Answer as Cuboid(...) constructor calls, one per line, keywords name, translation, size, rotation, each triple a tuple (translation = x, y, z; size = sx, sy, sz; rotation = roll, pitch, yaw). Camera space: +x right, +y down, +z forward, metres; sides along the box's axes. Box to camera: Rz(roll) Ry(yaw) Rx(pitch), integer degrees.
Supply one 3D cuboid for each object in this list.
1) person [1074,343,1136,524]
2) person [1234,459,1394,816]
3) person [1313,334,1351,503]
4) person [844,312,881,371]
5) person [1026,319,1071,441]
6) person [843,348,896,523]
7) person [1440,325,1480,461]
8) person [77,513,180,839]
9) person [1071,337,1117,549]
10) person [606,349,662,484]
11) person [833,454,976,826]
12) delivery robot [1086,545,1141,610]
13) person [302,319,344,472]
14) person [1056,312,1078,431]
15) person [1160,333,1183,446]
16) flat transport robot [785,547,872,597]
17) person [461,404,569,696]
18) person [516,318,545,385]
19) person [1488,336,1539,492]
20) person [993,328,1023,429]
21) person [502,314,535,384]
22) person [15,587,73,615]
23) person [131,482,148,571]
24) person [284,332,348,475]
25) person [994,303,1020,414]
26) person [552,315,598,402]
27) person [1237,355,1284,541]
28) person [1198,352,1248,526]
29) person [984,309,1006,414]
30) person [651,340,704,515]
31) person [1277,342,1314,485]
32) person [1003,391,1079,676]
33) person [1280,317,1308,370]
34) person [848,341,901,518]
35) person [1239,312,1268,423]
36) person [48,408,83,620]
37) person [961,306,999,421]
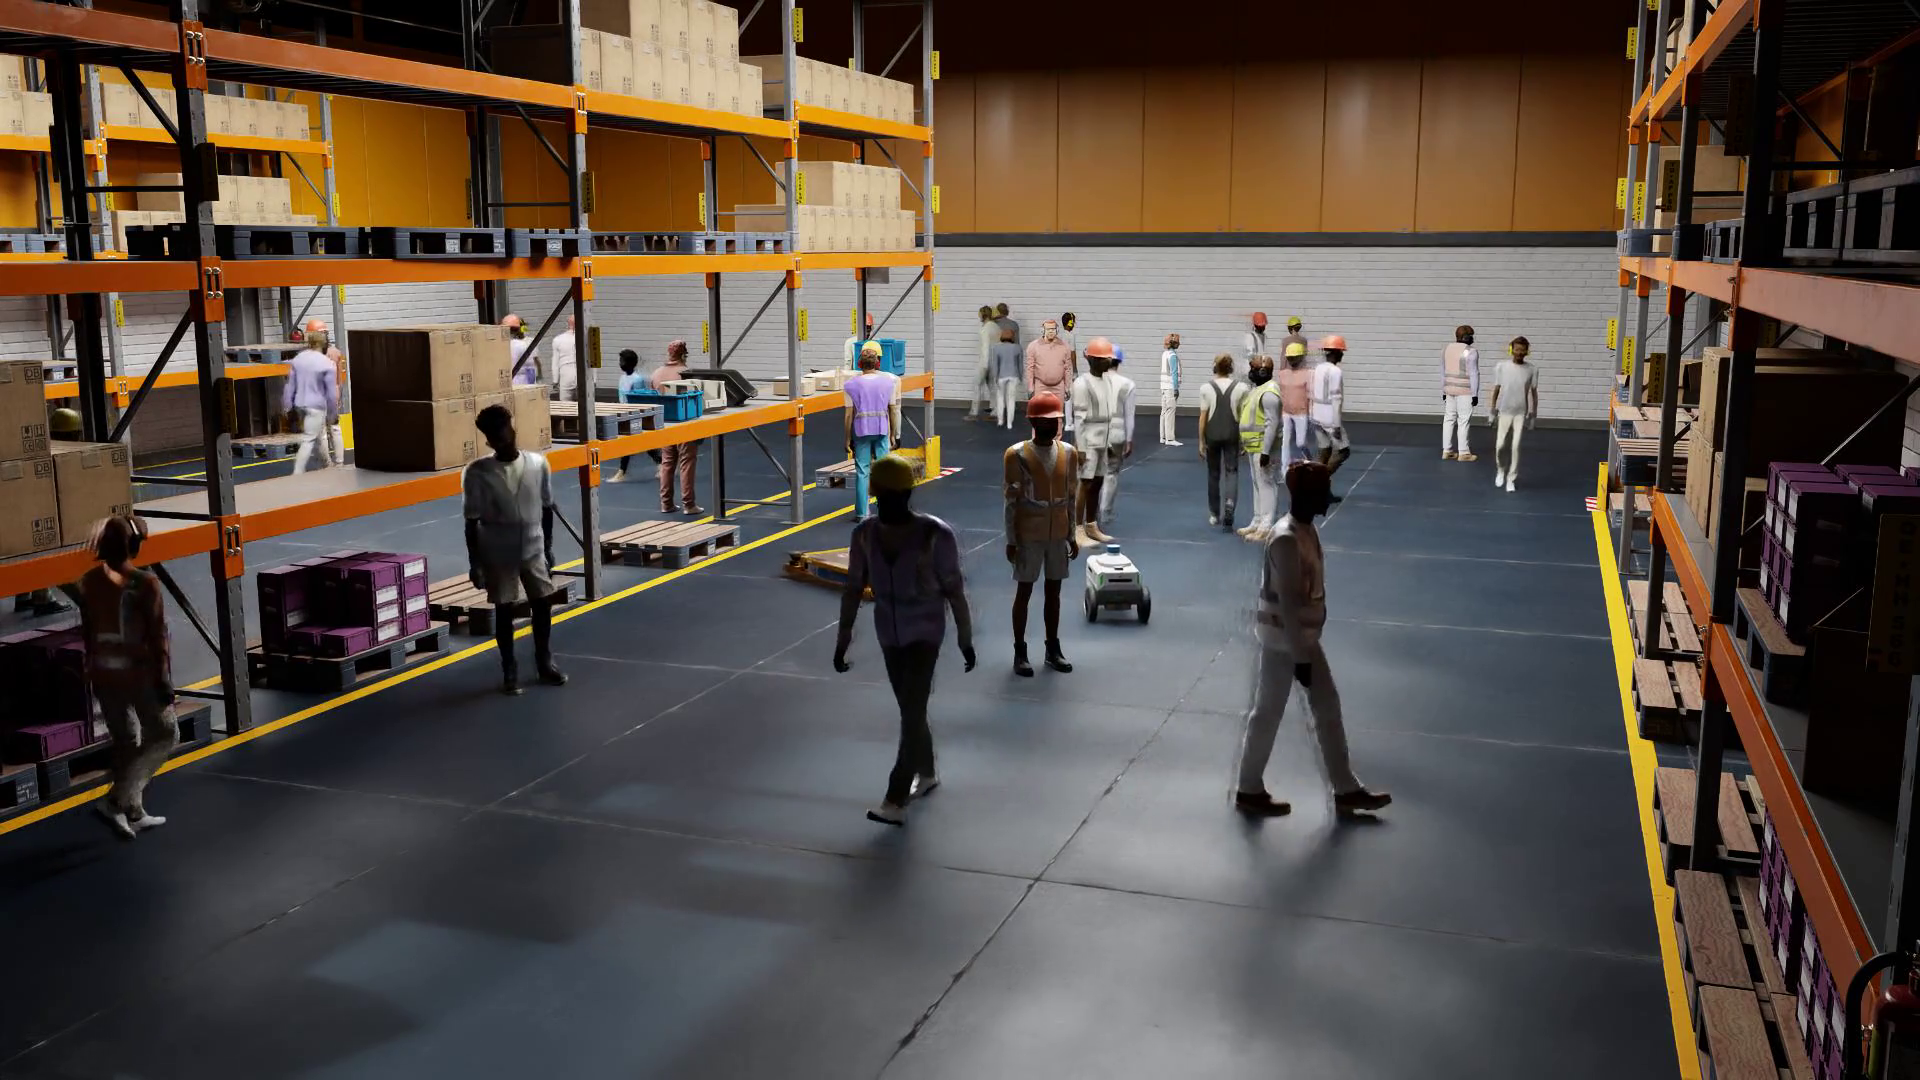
Cuboid(name="person", translation=(1.490, -1.071, 17.248), size=(0.628, 1.912, 0.735), rotation=(2, 10, 14))
Cuboid(name="person", translation=(1.814, 0.523, 8.411), size=(0.889, 1.846, 0.601), rotation=(5, 11, 26))
Cuboid(name="person", translation=(4.183, -1.356, 18.763), size=(0.388, 1.925, 0.578), rotation=(-2, 10, -13))
Cuboid(name="person", translation=(-1.327, -2.191, 23.288), size=(0.622, 1.994, 0.381), rotation=(-5, 11, -28))
Cuboid(name="person", translation=(1.239, -2.107, 23.065), size=(0.643, 1.909, 0.410), rotation=(-2, 10, -9))
Cuboid(name="person", translation=(-0.942, -1.086, 17.481), size=(0.567, 1.847, 0.389), rotation=(-3, 10, -16))
Cuboid(name="person", translation=(6.823, -1.999, 22.643), size=(0.429, 1.840, 0.637), rotation=(-6, 12, -29))
Cuboid(name="person", translation=(-4.095, 0.687, 8.112), size=(0.521, 1.623, 0.422), rotation=(4, 11, 23))
Cuboid(name="person", translation=(1.328, -0.944, 16.137), size=(0.395, 2.039, 0.614), rotation=(7, 12, 33))
Cuboid(name="person", translation=(-3.976, -1.534, 20.551), size=(0.838, 1.662, 0.530), rotation=(-6, 12, -30))
Cuboid(name="person", translation=(-0.312, 0.497, 8.485), size=(0.639, 1.872, 0.962), rotation=(6, 11, 29))
Cuboid(name="delivery robot", translation=(1.210, 0.281, 13.156), size=(0.477, 0.478, 0.707), rotation=(-1, 10, -4))
Cuboid(name="person", translation=(-8.083, -1.795, 21.053), size=(0.388, 1.992, 0.625), rotation=(4, 11, 23))
Cuboid(name="person", translation=(1.693, -2.658, 26.291), size=(0.328, 1.865, 0.520), rotation=(-7, 12, -35))
Cuboid(name="person", translation=(3.084, -2.199, 24.337), size=(0.307, 1.641, 0.513), rotation=(-2, 10, -10))
Cuboid(name="flat transport robot", translation=(-0.859, 0.259, 14.342), size=(0.652, 0.197, 1.431), rotation=(-7, 13, -36))
Cuboid(name="person", translation=(-2.901, 0.068, 10.757), size=(0.641, 1.923, 0.474), rotation=(-7, 12, -33))
Cuboid(name="person", translation=(-6.502, -2.424, 25.037), size=(0.582, 1.840, 0.497), rotation=(5, 11, 27))
Cuboid(name="person", translation=(6.570, -1.491, 19.740), size=(0.563, 1.853, 0.396), rotation=(3, 10, 14))
Cuboid(name="person", translation=(0.772, -2.604, 26.738), size=(0.495, 1.600, 0.726), rotation=(0, 10, 1))
Cuboid(name="person", translation=(-6.112, -2.063, 22.585), size=(0.597, 2.000, 1.044), rotation=(2, 10, 10))
Cuboid(name="person", translation=(-7.399, -0.322, 13.219), size=(0.591, 1.833, 0.404), rotation=(7, 12, 33))
Cuboid(name="person", translation=(-5.721, 0.138, 11.203), size=(0.534, 1.623, 0.370), rotation=(3, 11, 19))
Cuboid(name="person", translation=(-7.821, -1.583, 20.218), size=(0.666, 1.873, 1.064), rotation=(5, 11, 24))
Cuboid(name="person", translation=(0.712, -3.144, 28.906), size=(0.671, 1.935, 0.531), rotation=(1, 10, 6))
Cuboid(name="person", translation=(-5.717, -2.386, 24.708), size=(0.666, 1.883, 0.407), rotation=(-3, 11, -17))
Cuboid(name="person", translation=(2.984, -0.911, 16.513), size=(0.430, 1.845, 0.624), rotation=(0, 10, 0))
Cuboid(name="person", translation=(2.722, -1.027, 17.213), size=(0.511, 1.830, 0.713), rotation=(1, 10, 8))
Cuboid(name="person", translation=(0.624, -3.098, 28.886), size=(0.589, 1.822, 0.403), rotation=(-9, 14, -42))
Cuboid(name="person", translation=(-3.048, -1.223, 18.127), size=(0.635, 1.899, 0.402), rotation=(6, 12, 31))
Cuboid(name="person", translation=(4.130, -1.556, 20.396), size=(0.533, 1.744, 0.627), rotation=(7, 13, 36))
Cuboid(name="person", translation=(0.565, -0.043, 11.352), size=(0.550, 1.937, 0.357), rotation=(-4, 11, -22))
Cuboid(name="person", translation=(5.445, -2.768, 27.215), size=(0.527, 1.761, 0.328), rotation=(-6, 12, -30))
Cuboid(name="person", translation=(-0.914, -1.147, 17.629), size=(0.584, 1.919, 0.399), rotation=(-1, 10, -8))
Cuboid(name="person", translation=(4.711, -2.720, 26.655), size=(0.542, 1.886, 0.993), rotation=(-9, 14, -43))
Cuboid(name="person", translation=(-6.452, -0.090, 12.116), size=(0.551, 1.752, 0.372), rotation=(2, 10, 13))
Cuboid(name="person", translation=(0.346, -2.930, 27.677), size=(0.742, 1.917, 0.641), rotation=(4, 11, 23))
